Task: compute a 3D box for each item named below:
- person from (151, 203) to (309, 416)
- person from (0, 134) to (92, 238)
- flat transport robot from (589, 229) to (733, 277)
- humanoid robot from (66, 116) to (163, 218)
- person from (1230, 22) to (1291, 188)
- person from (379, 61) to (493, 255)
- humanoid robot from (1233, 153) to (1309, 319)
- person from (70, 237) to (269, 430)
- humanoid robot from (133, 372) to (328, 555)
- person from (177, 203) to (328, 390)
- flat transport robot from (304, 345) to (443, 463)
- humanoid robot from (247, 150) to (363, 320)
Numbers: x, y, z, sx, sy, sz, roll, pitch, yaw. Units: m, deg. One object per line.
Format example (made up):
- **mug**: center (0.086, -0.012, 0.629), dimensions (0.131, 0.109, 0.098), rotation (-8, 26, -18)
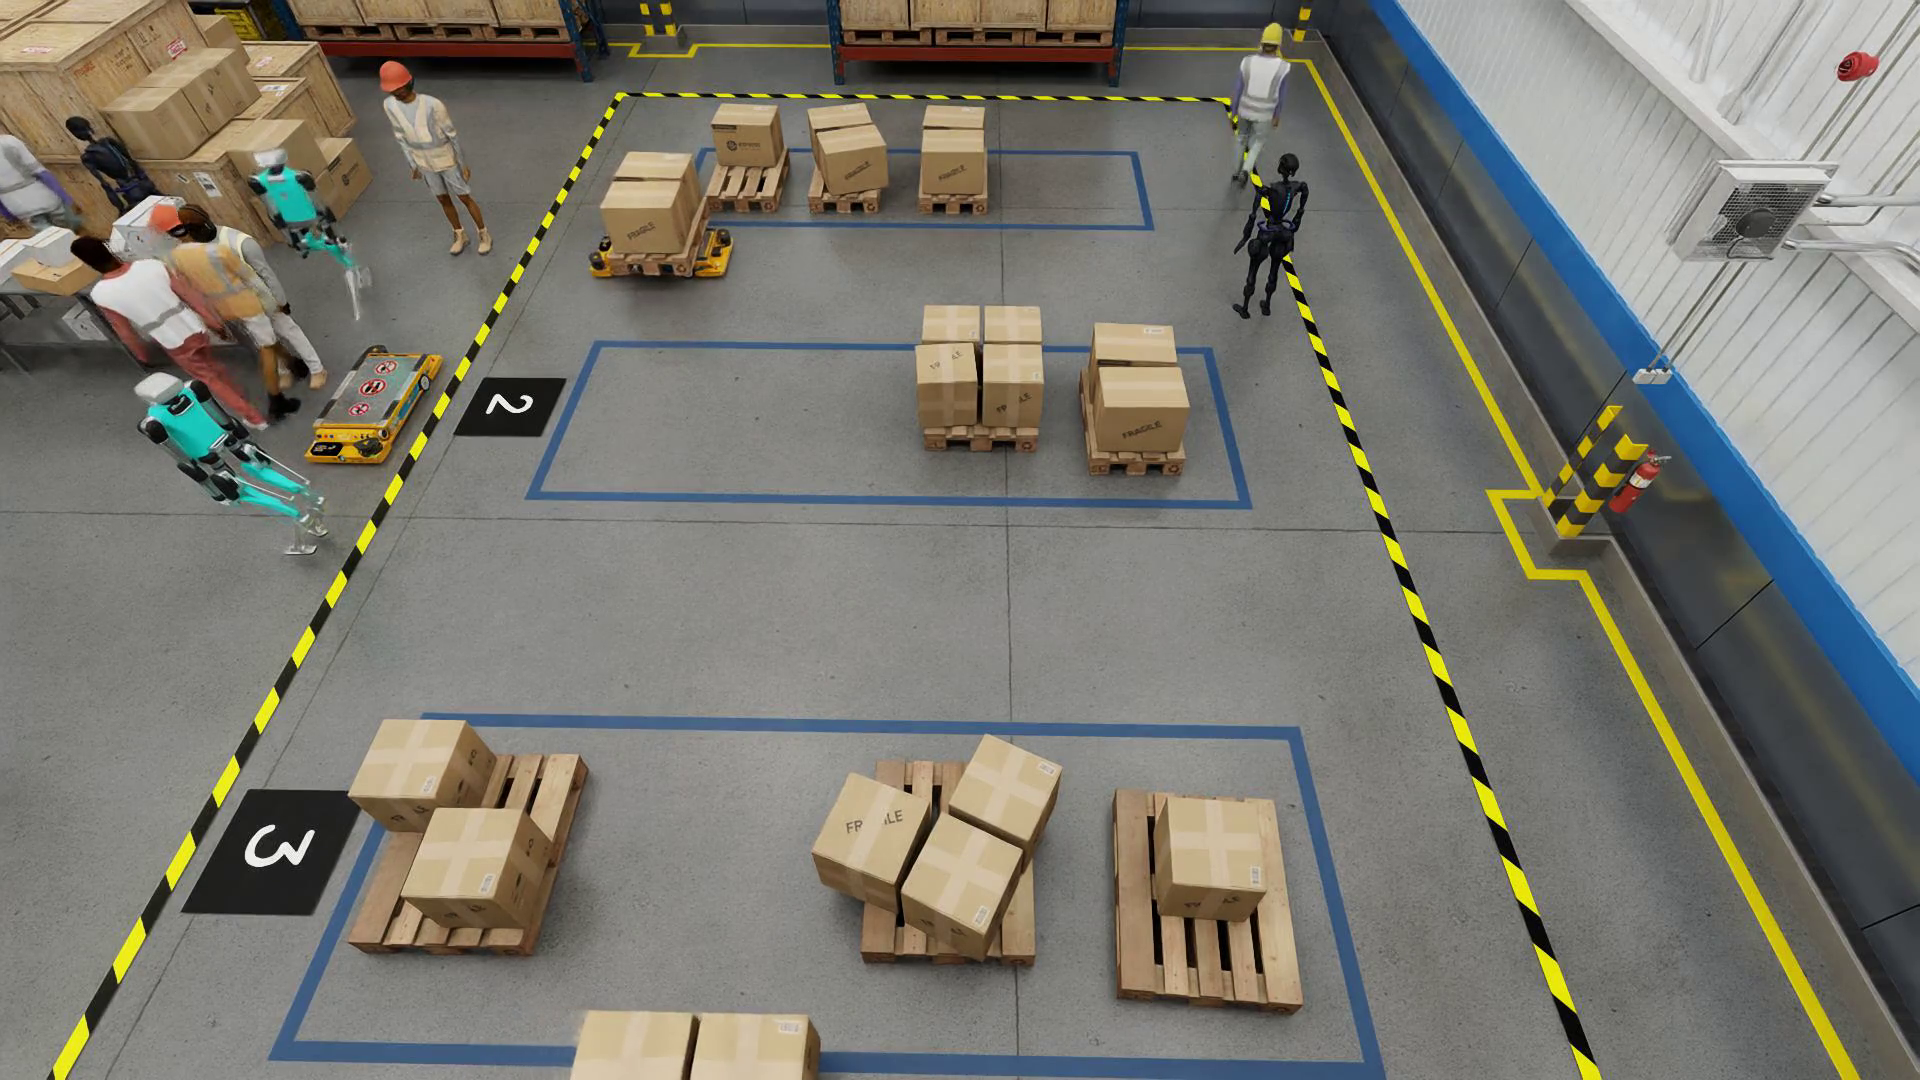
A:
- **person**: center (-6.328, -2.003, 8.007), dimensions (0.562, 1.882, 0.936), rotation (-1, 50, -1)
- **person**: center (-9.147, -3.298, 9.029), dimensions (0.623, 1.998, 0.567), rotation (-33, 57, -25)
- **flat transport robot**: center (-3.255, -3.149, 10.013), dimensions (1.431, 0.197, 0.652), rotation (0, 50, 0)
- **humanoid robot**: center (-8.494, -3.510, 9.424), dimensions (0.609, 1.636, 0.609), rotation (-1, 50, -1)
- **person**: center (3.381, -4.920, 10.516), dimensions (0.591, 1.811, 0.525), rotation (23, 53, 18)
- **person**: center (-5.440, -3.911, 9.517), dimensions (0.613, 2.039, 0.385), rotation (0, 50, 0)
- **humanoid robot**: center (3.011, -2.937, 8.918), dimensions (0.599, 1.659, 0.315), rotation (-6, 50, -5)
- **person**: center (-6.648, -1.709, 7.761), dimensions (0.786, 1.872, 0.609), rotation (16, 52, 13)
- **humanoid robot**: center (-5.177, -0.499, 6.739), dimensions (0.735, 1.677, 0.533), rotation (8, 50, 7)
- **person**: center (-6.301, -2.126, 8.144), dimensions (0.623, 1.837, 0.429), rotation (-2, 50, -2)
- **flat transport robot**: center (-5.383, -1.269, 8.441), dimensions (0.659, 0.231, 1.431), rotation (1, 50, 1)
- **humanoid robot**: center (-6.344, -3.122, 9.073), dimensions (0.551, 1.770, 0.971), rotation (-16, 52, -13)
